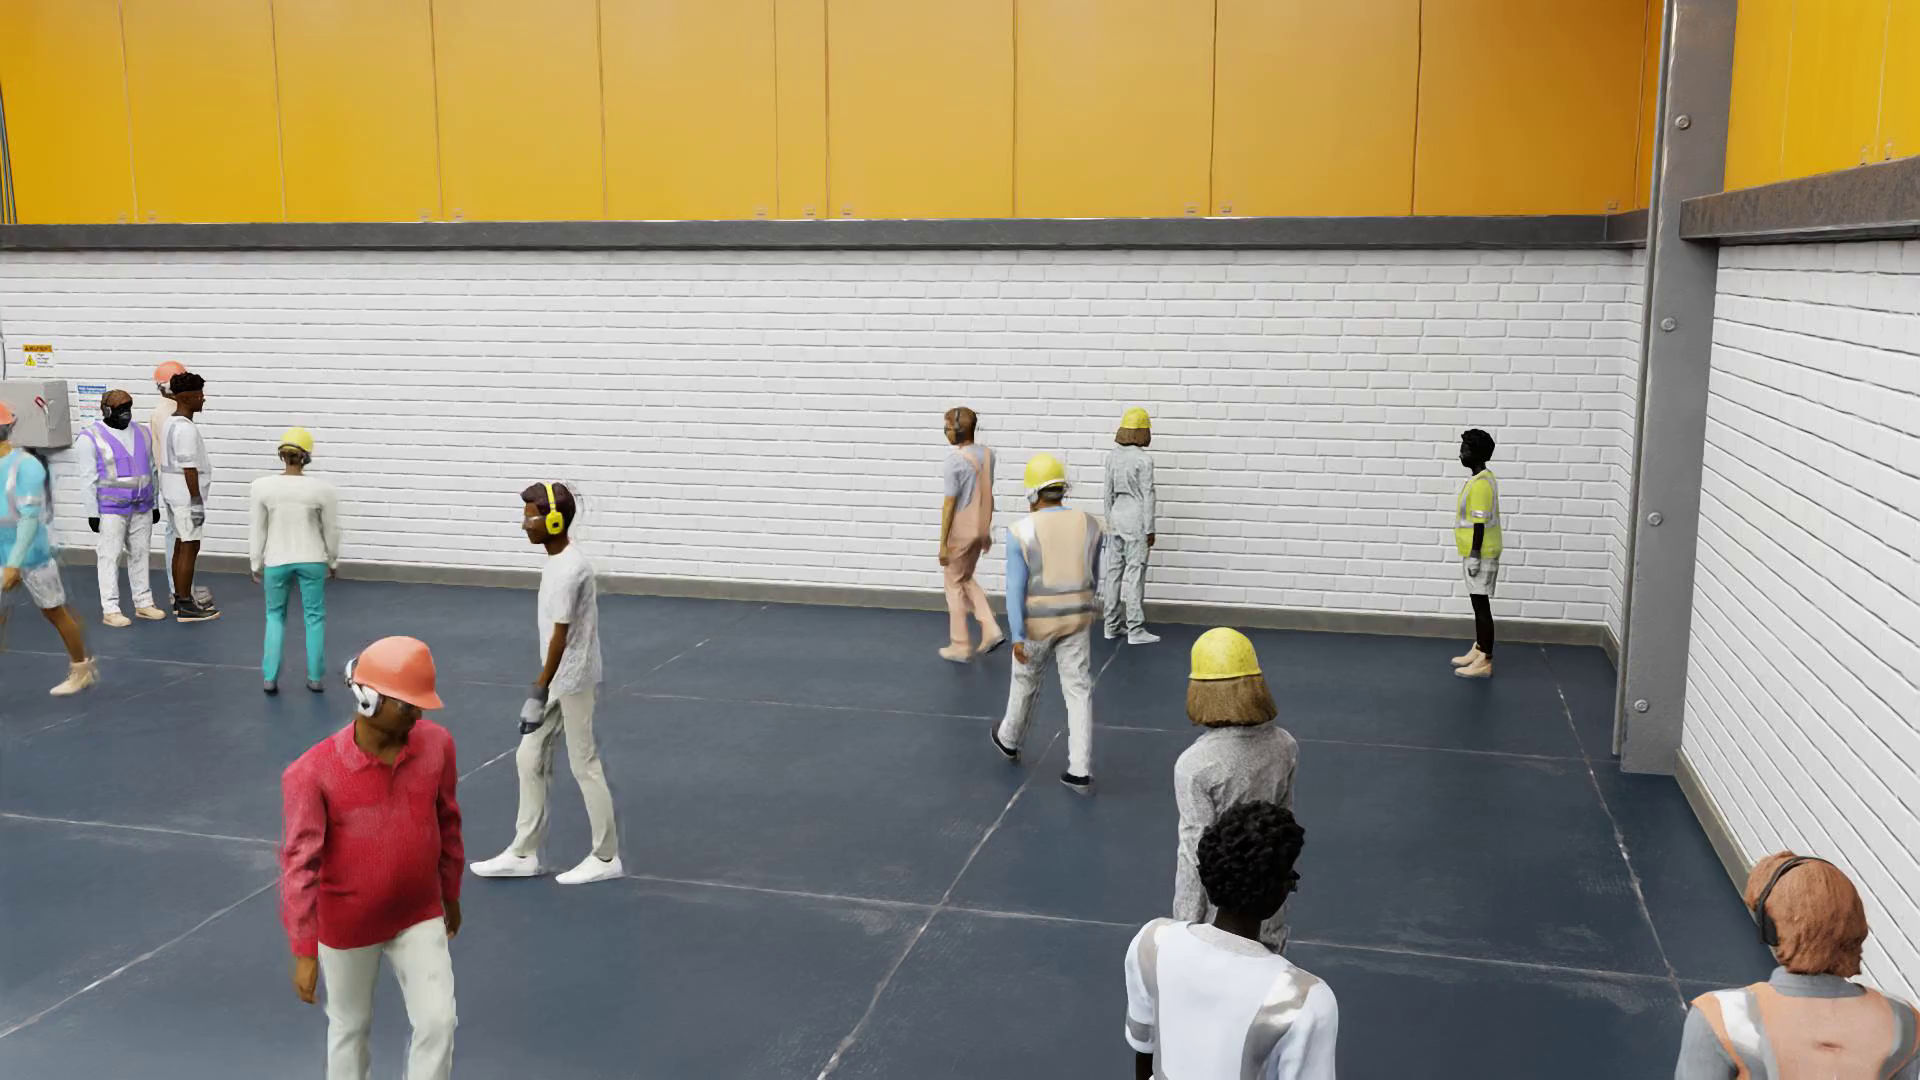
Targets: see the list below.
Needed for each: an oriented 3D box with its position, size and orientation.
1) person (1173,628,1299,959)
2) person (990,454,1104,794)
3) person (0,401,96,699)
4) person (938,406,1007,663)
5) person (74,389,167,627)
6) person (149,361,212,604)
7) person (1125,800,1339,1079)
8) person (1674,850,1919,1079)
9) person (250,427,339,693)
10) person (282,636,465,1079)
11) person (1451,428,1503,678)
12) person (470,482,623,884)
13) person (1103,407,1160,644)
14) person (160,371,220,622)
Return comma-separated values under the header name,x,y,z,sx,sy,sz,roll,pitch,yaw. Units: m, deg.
name,x,y,z,sx,sy,sz,roll,pitch,yaw
person,0.805,1.125,5.054,0.488,1.733,0.331,-7,12,-37
person,0.473,0.420,9.049,0.598,1.780,0.936,-3,10,-19
person,-5.967,0.098,10.412,0.613,1.974,1.094,4,10,22
person,0.028,-0.032,11.600,0.413,1.821,0.532,8,13,40
person,-6.473,-0.251,12.873,0.430,1.836,0.628,5,11,27
person,-6.443,-0.476,13.703,0.375,1.997,0.609,-4,11,-24
person,0.586,1.391,3.628,0.539,1.687,0.319,9,13,42
person,1.703,1.449,3.449,0.526,1.631,0.313,-1,10,-6
person,-4.298,0.142,10.769,0.537,1.749,0.393,-3,10,-17
person,-1.721,1.142,5.001,0.613,1.710,0.636,-8,13,-40
person,3.520,0.084,11.317,0.322,1.690,0.533,2,10,13
person,-1.881,0.668,7.417,0.751,1.847,0.510,-4,10,-21
person,1.272,-0.111,12.301,0.322,1.743,0.489,-7,12,-37
person,-6.054,-0.343,13.055,0.383,1.957,0.605,-6,11,-32
